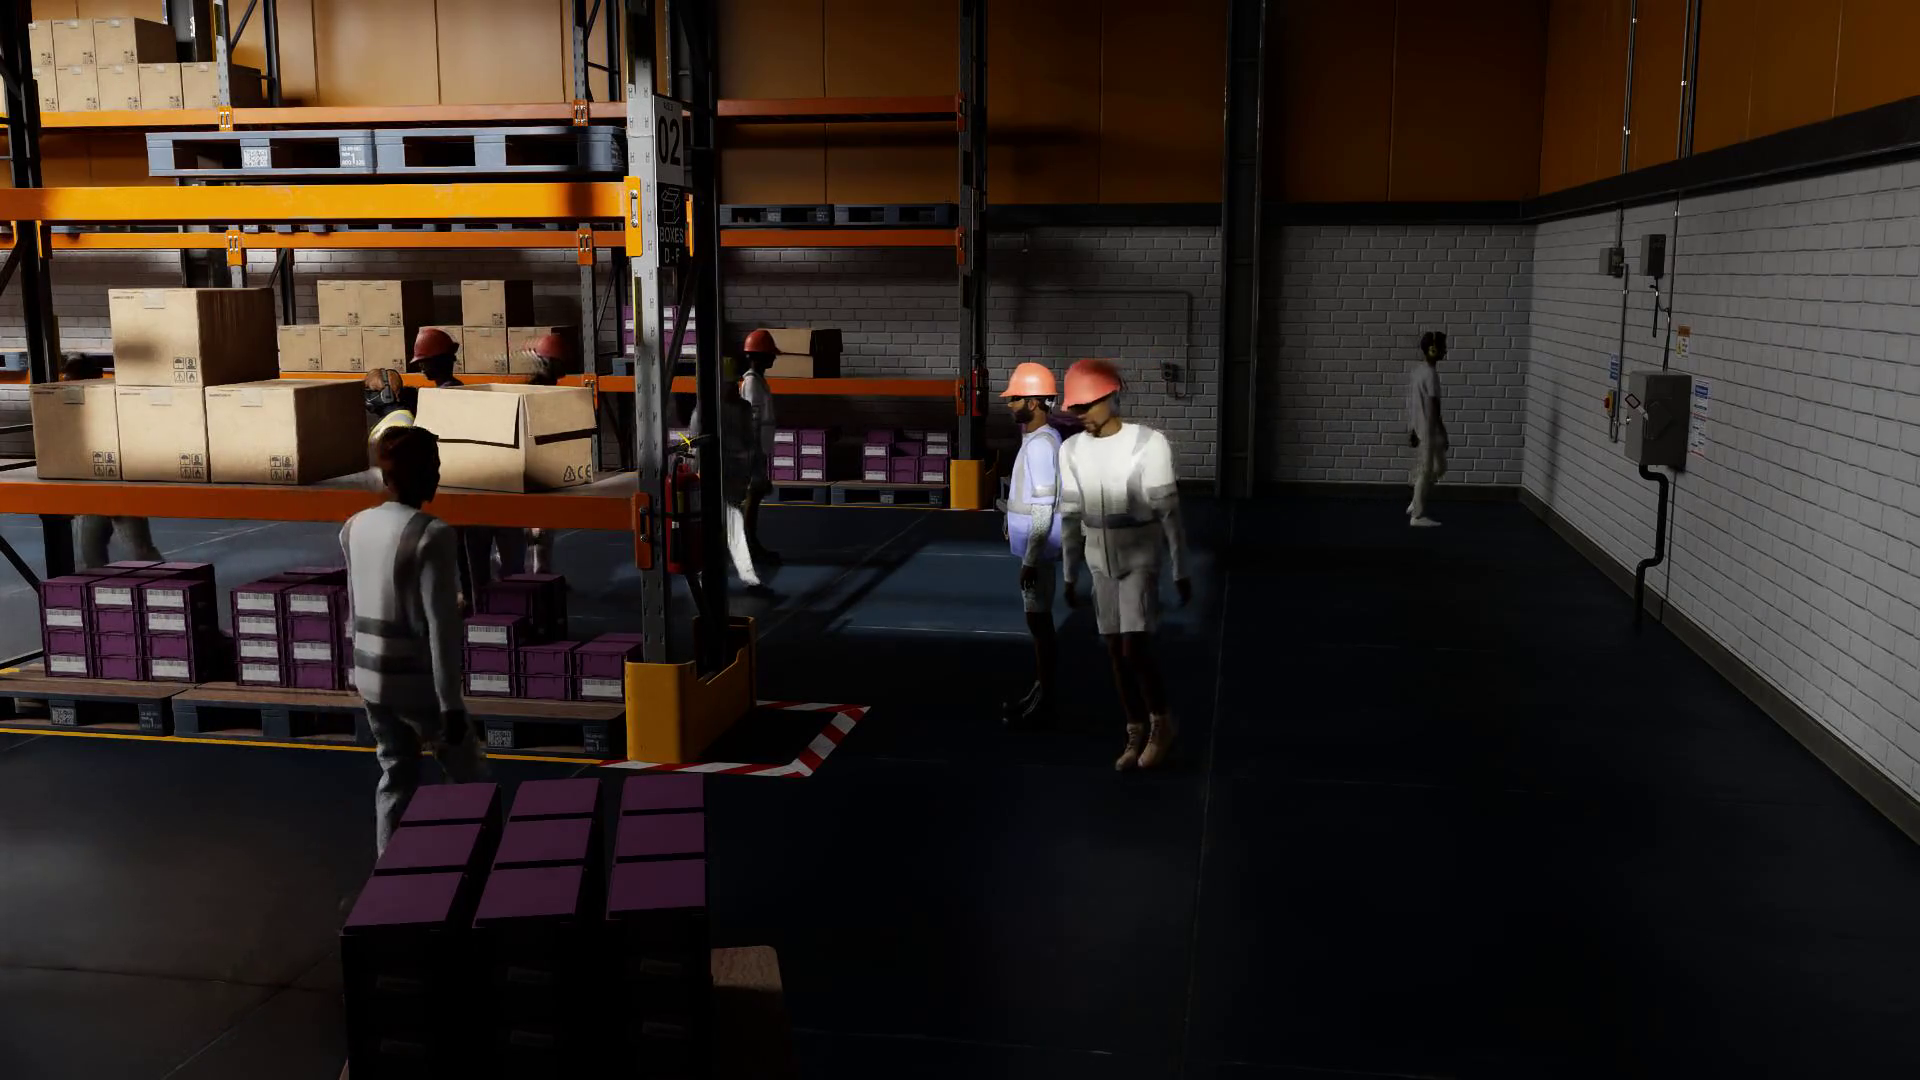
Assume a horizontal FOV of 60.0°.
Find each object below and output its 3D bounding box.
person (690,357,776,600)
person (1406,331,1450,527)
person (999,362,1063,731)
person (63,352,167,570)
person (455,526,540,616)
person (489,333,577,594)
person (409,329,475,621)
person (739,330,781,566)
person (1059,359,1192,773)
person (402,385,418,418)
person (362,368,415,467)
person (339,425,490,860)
[{"bbox_3d":[-1.739,-0.475,12.432,0.917,1.789,0.591,5,11,30],"label":"person"},{"bbox_3d":[4.448,-1.028,15.651,0.394,1.850,0.529,1,9,9],"label":"person"},{"bbox_3d":[0.382,0.036,8.778,0.359,1.938,0.547,1,9,4],"label":"person"},{"bbox_3d":[-5.597,-0.290,11.000,0.803,1.891,0.559,7,11,37],"label":"person"},{"bbox_3d":[-2.866,-0.100,10.331,0.538,1.715,0.774,-3,10,-20],"label":"person"},{"bbox_3d":[-3.130,-0.545,12.309,0.643,1.968,0.628,0,9,2],"label":"person"},{"bbox_3d":[-3.440,-0.392,11.148,0.403,2.033,0.606,-2,9,-15],"label":"person"},{"bbox_3d":[-1.649,-0.759,13.710,0.376,1.939,0.547,-1,9,-4],"label":"person"},{"bbox_3d":[0.755,0.137,7.963,0.706,1.995,0.501,7,11,37],"label":"person"},{"bbox_3d":[-3.567,-0.168,10.856,0.512,1.672,0.530,-2,9,-11],"label":"person"},{"bbox_3d":[-3.476,-0.138,10.200,0.430,1.835,0.618,-3,10,-19],"label":"person"},{"bbox_3d":[-1.960,0.520,5.987,0.614,1.868,0.417,6,11,33],"label":"person"}]
